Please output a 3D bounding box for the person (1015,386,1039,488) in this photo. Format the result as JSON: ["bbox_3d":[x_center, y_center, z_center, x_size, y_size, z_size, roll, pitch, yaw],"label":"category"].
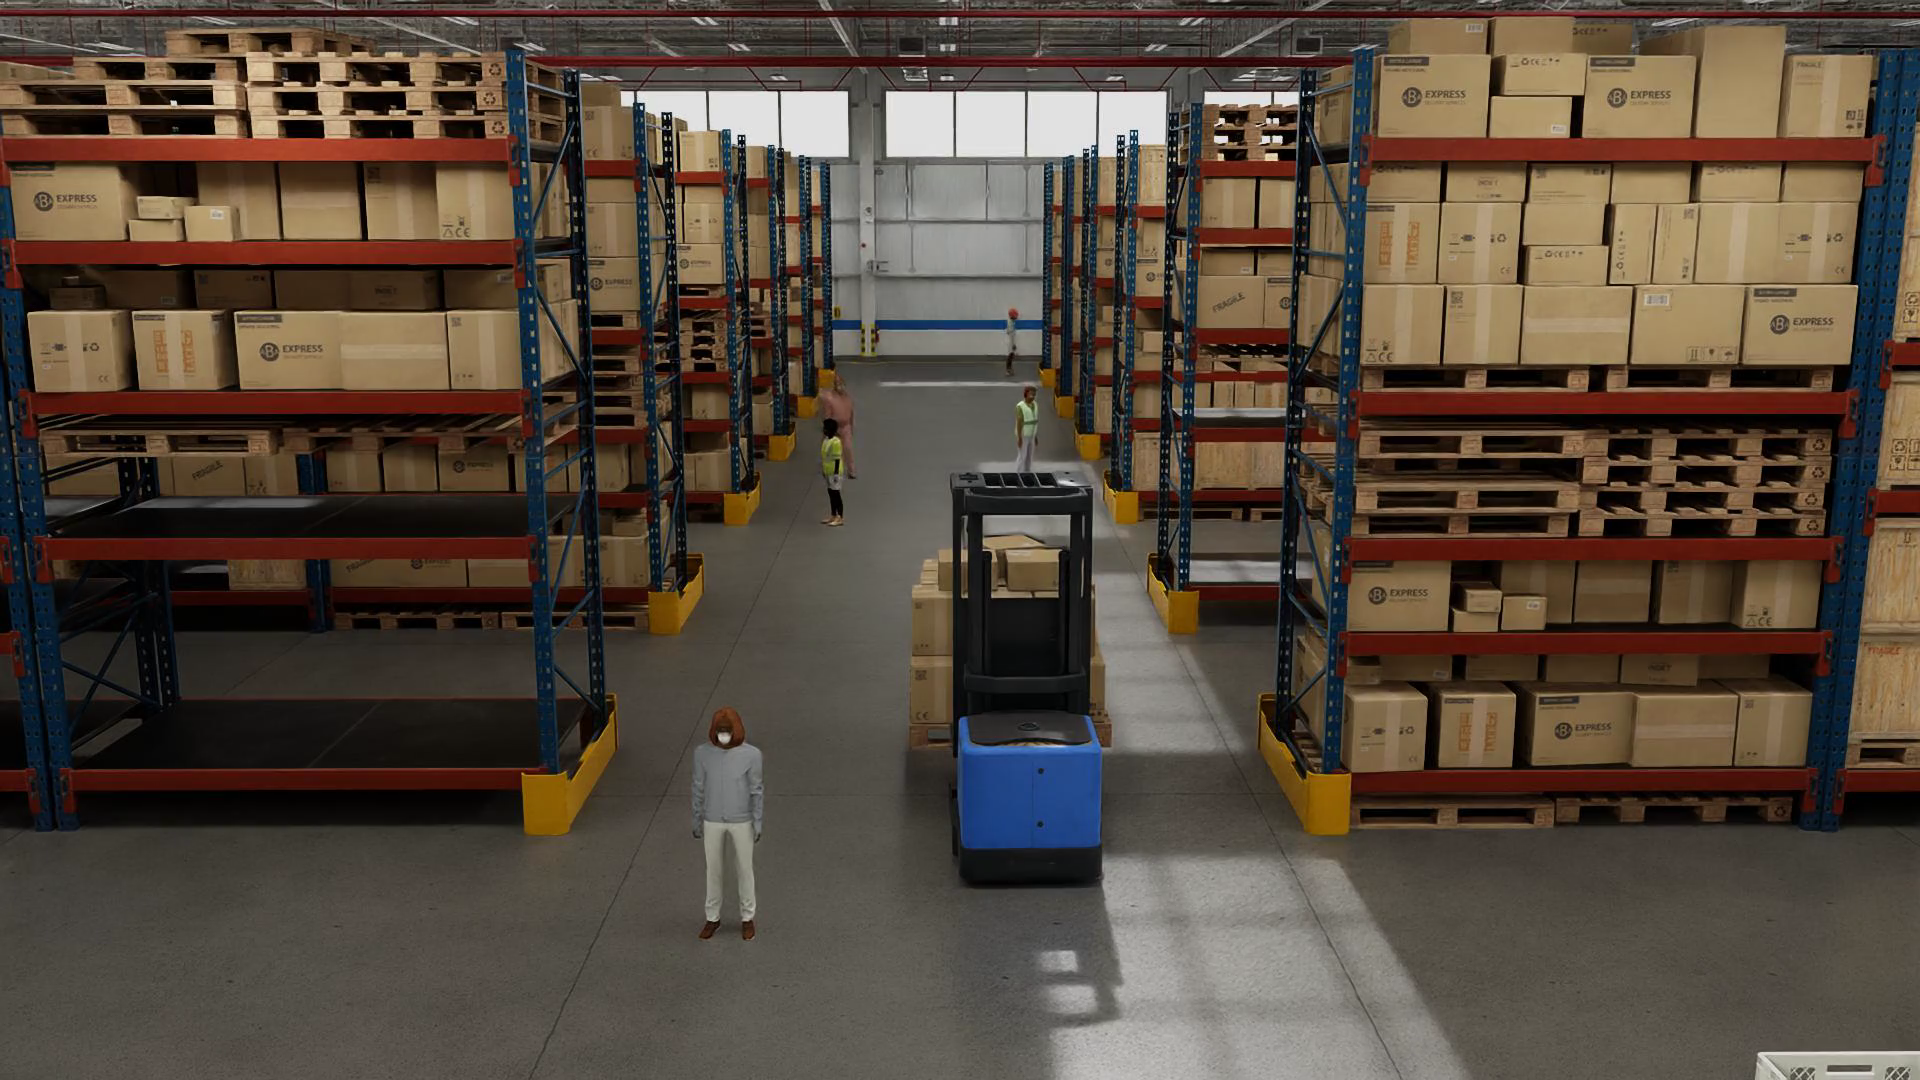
[{"bbox_3d":[1.174,-1.800,29.217,0.404,1.836,0.564,8,14,35],"label":"person"}]

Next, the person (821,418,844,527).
[{"bbox_3d":[-1.990,-1.058,25.918,0.321,1.694,0.537,-5,12,-24],"label":"person"}]

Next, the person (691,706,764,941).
[{"bbox_3d":[-1.576,1.917,11.297,0.500,1.636,0.285,1,11,3],"label":"person"}]

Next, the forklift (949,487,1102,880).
[{"bbox_3d":[0.495,0.986,12.813,1.129,2.768,1.873,0,11,-2],"label":"forklift"}]

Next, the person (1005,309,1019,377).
[{"bbox_3d":[1.541,-5.758,48.495,0.382,1.987,0.712,1,11,7],"label":"person"}]

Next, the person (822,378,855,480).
[{"bbox_3d":[-2.246,-2.071,30.539,0.648,1.862,0.950,-5,12,-22],"label":"person"}]
